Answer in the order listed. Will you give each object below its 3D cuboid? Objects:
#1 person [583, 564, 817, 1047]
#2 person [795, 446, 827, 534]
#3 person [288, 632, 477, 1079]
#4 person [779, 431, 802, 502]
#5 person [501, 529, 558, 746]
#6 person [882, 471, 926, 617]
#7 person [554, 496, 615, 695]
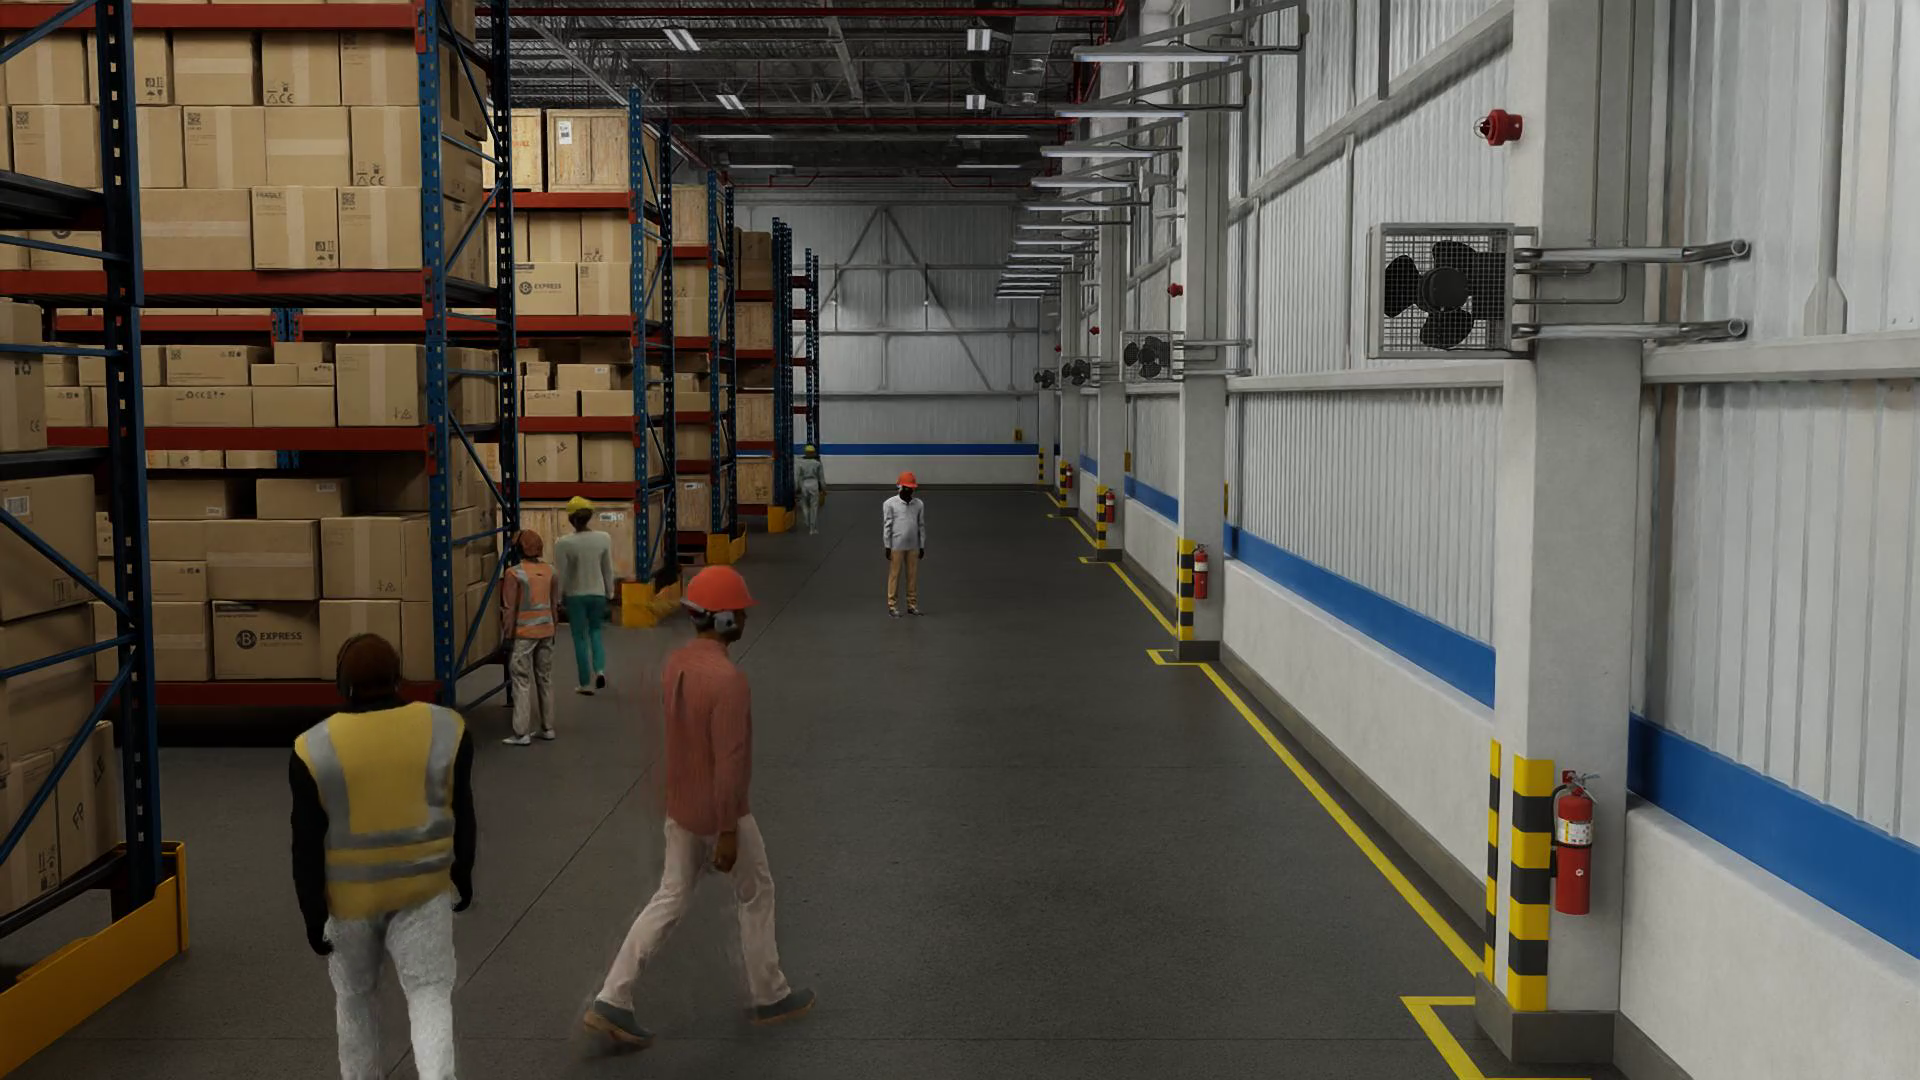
[{"bbox_3d":[-1.066,1.073,6.752,0.985,1.960,0.619,-4,6,-39],"label":"person"},{"bbox_3d":[-2.860,-0.962,31.942,0.587,1.687,0.829,0,5,5],"label":"person"},{"bbox_3d":[-1.986,1.227,5.792,0.629,1.814,0.828,-2,5,-25],"label":"person"},{"bbox_3d":[-4.478,-1.874,41.680,0.990,1.860,0.654,0,5,4],"label":"person"},{"bbox_3d":[-3.240,0.733,12.586,0.312,1.632,0.525,3,6,31],"label":"person"},{"bbox_3d":[-0.650,0.053,19.854,0.563,1.743,0.349,-3,6,-30],"label":"person"},{"bbox_3d":[-3.322,0.486,14.659,0.535,1.753,0.381,-3,6,-34],"label":"person"}]
